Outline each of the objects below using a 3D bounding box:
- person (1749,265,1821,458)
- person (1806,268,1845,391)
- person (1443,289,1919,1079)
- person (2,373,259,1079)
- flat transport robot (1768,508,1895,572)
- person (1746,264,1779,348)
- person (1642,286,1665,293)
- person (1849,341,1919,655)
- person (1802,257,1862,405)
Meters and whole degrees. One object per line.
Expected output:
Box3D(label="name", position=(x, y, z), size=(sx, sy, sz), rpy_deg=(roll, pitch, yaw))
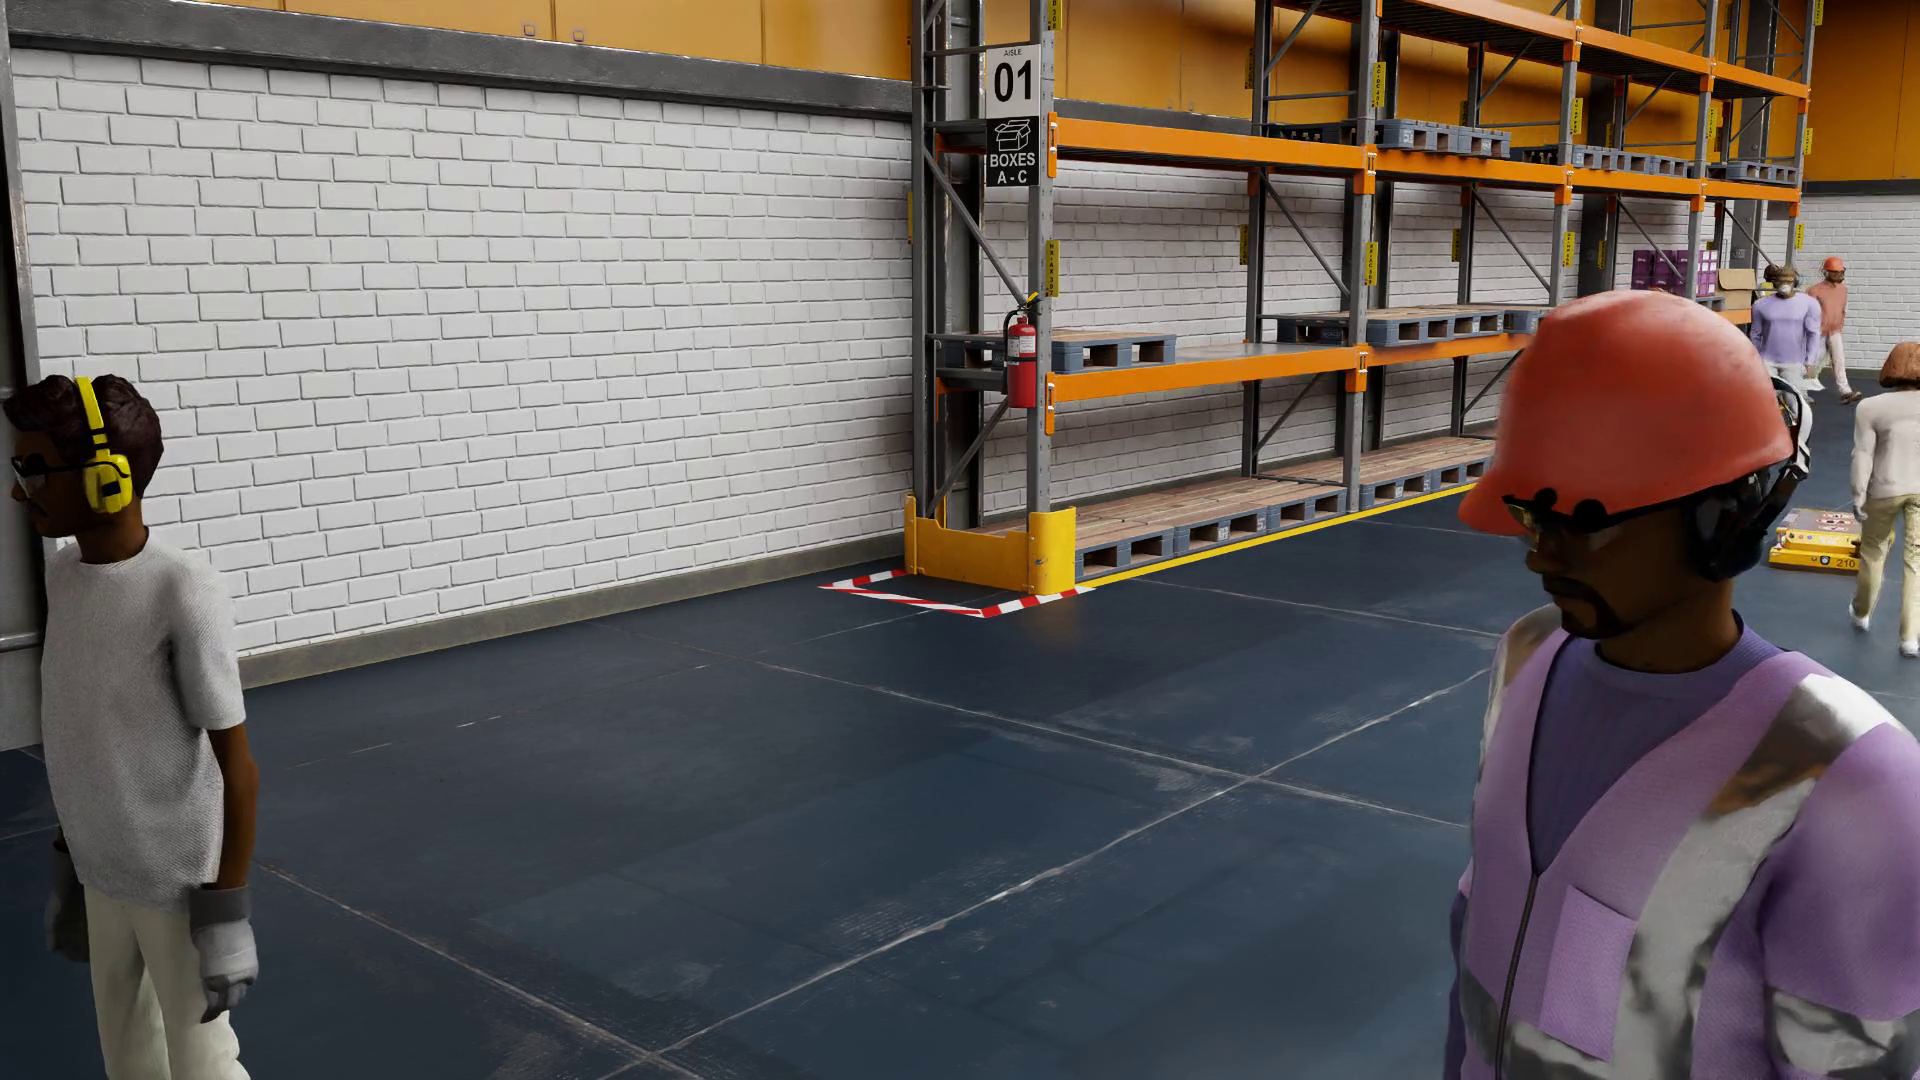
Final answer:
Box3D(label="person", position=(8.122, -1.738, 16.400), size=(0.656, 1.918, 0.604), rpy_deg=(7, 12, 33))
Box3D(label="person", position=(12.530, -3.080, 24.198), size=(0.500, 1.832, 0.540), rpy_deg=(7, 12, 33))
Box3D(label="person", position=(0.686, 0.756, 1.796), size=(0.394, 2.034, 0.605), rpy_deg=(-3, 10, -17))
Box3D(label="person", position=(-1.461, 0.635, 2.976), size=(0.521, 1.864, 0.335), rpy_deg=(6, 12, 31))
Box3D(label="flat transport robot", position=(5.903, -0.017, 11.215), size=(0.652, 0.197, 1.431), rpy_deg=(6, 12, 31))
Box3D(label="person", position=(11.664, -3.049, 24.009), size=(0.623, 1.845, 0.430), rpy_deg=(1, 10, 6))
Box3D(label="person", position=(5.457, -1.088, 13.041), size=(0.938, 1.803, 0.588), rpy_deg=(-7, 12, -35))
Box3D(label="person", position=(4.917, -0.234, 8.703), size=(0.515, 1.590, 0.869), rpy_deg=(4, 11, 19))
Box3D(label="person", position=(11.544, -2.762, 22.080), size=(0.653, 1.938, 1.018), rpy_deg=(-2, 10, -10))
